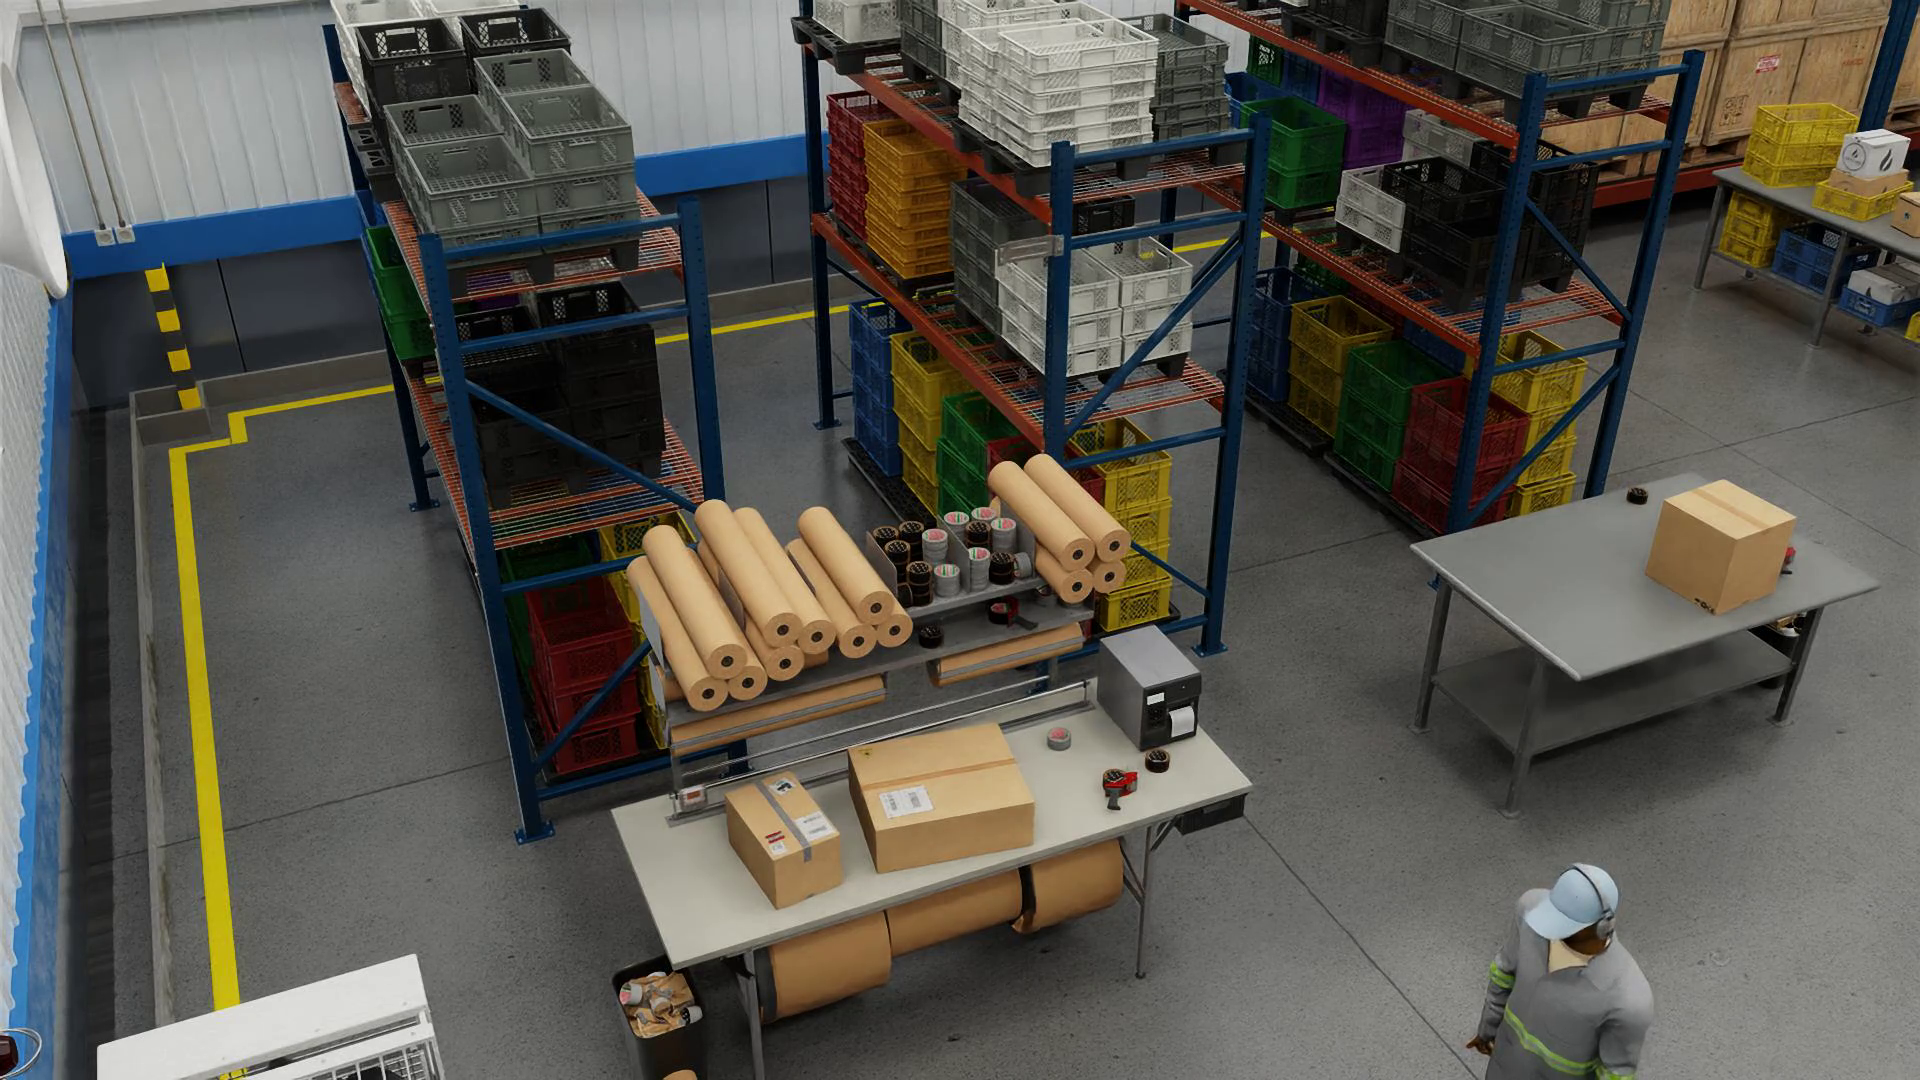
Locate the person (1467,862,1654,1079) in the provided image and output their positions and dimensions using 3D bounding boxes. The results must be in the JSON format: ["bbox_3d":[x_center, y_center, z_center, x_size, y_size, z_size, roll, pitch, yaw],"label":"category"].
[{"bbox_3d":[1.932,1.784,5.568,0.395,1.848,0.587,-14,34,-22],"label":"person"}]
